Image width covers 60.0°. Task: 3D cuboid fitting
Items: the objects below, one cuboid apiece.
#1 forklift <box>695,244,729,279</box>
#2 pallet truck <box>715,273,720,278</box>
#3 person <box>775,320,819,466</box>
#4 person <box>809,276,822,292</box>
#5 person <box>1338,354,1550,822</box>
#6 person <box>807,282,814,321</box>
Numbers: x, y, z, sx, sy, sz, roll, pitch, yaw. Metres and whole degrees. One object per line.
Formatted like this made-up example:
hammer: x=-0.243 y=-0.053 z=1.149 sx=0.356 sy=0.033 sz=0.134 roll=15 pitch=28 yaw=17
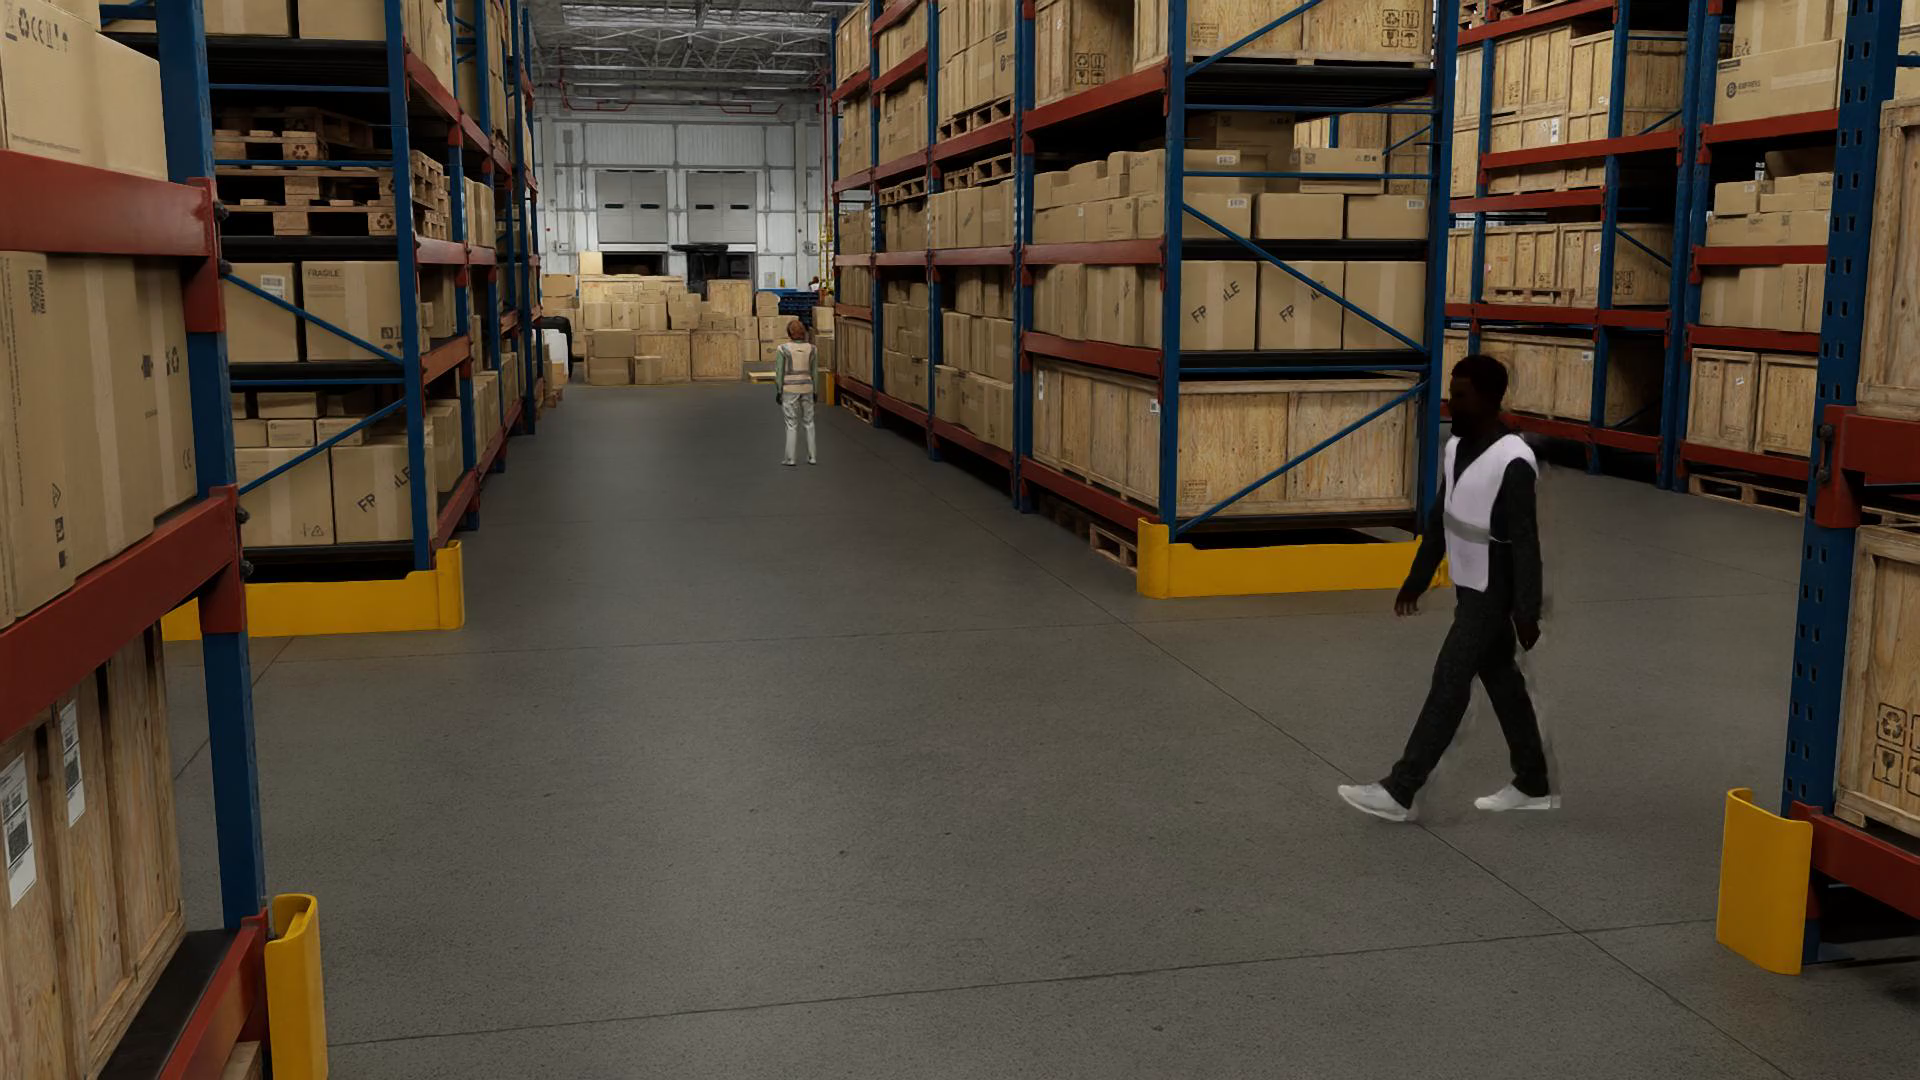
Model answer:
forklift: x=-6.639 y=-6.533 z=44.642 sx=1.129 sy=2.768 sz=1.873 roll=5 pitch=11 yaw=28
pallet truck: x=-8.580 y=-8.986 z=62.280 sx=1.885 sy=1.965 sz=0.823 roll=1 pitch=9 yaw=5
person: x=-1.821 y=-1.641 z=18.641 sx=0.518 sy=1.629 sz=0.314 roll=-6 pitch=11 yaw=-30
person: x=-5.333 y=-8.838 z=61.728 sx=0.574 sy=1.883 sz=0.355 roll=2 pitch=10 yaw=11
person: x=1.979 y=0.204 z=6.652 sx=0.986 sy=1.872 sz=0.599 roll=0 pitch=9 yaw=-2
person: x=-6.057 y=-9.658 z=67.470 sx=0.313 sy=1.638 sz=0.513 roll=1 pitch=9 yaw=6
